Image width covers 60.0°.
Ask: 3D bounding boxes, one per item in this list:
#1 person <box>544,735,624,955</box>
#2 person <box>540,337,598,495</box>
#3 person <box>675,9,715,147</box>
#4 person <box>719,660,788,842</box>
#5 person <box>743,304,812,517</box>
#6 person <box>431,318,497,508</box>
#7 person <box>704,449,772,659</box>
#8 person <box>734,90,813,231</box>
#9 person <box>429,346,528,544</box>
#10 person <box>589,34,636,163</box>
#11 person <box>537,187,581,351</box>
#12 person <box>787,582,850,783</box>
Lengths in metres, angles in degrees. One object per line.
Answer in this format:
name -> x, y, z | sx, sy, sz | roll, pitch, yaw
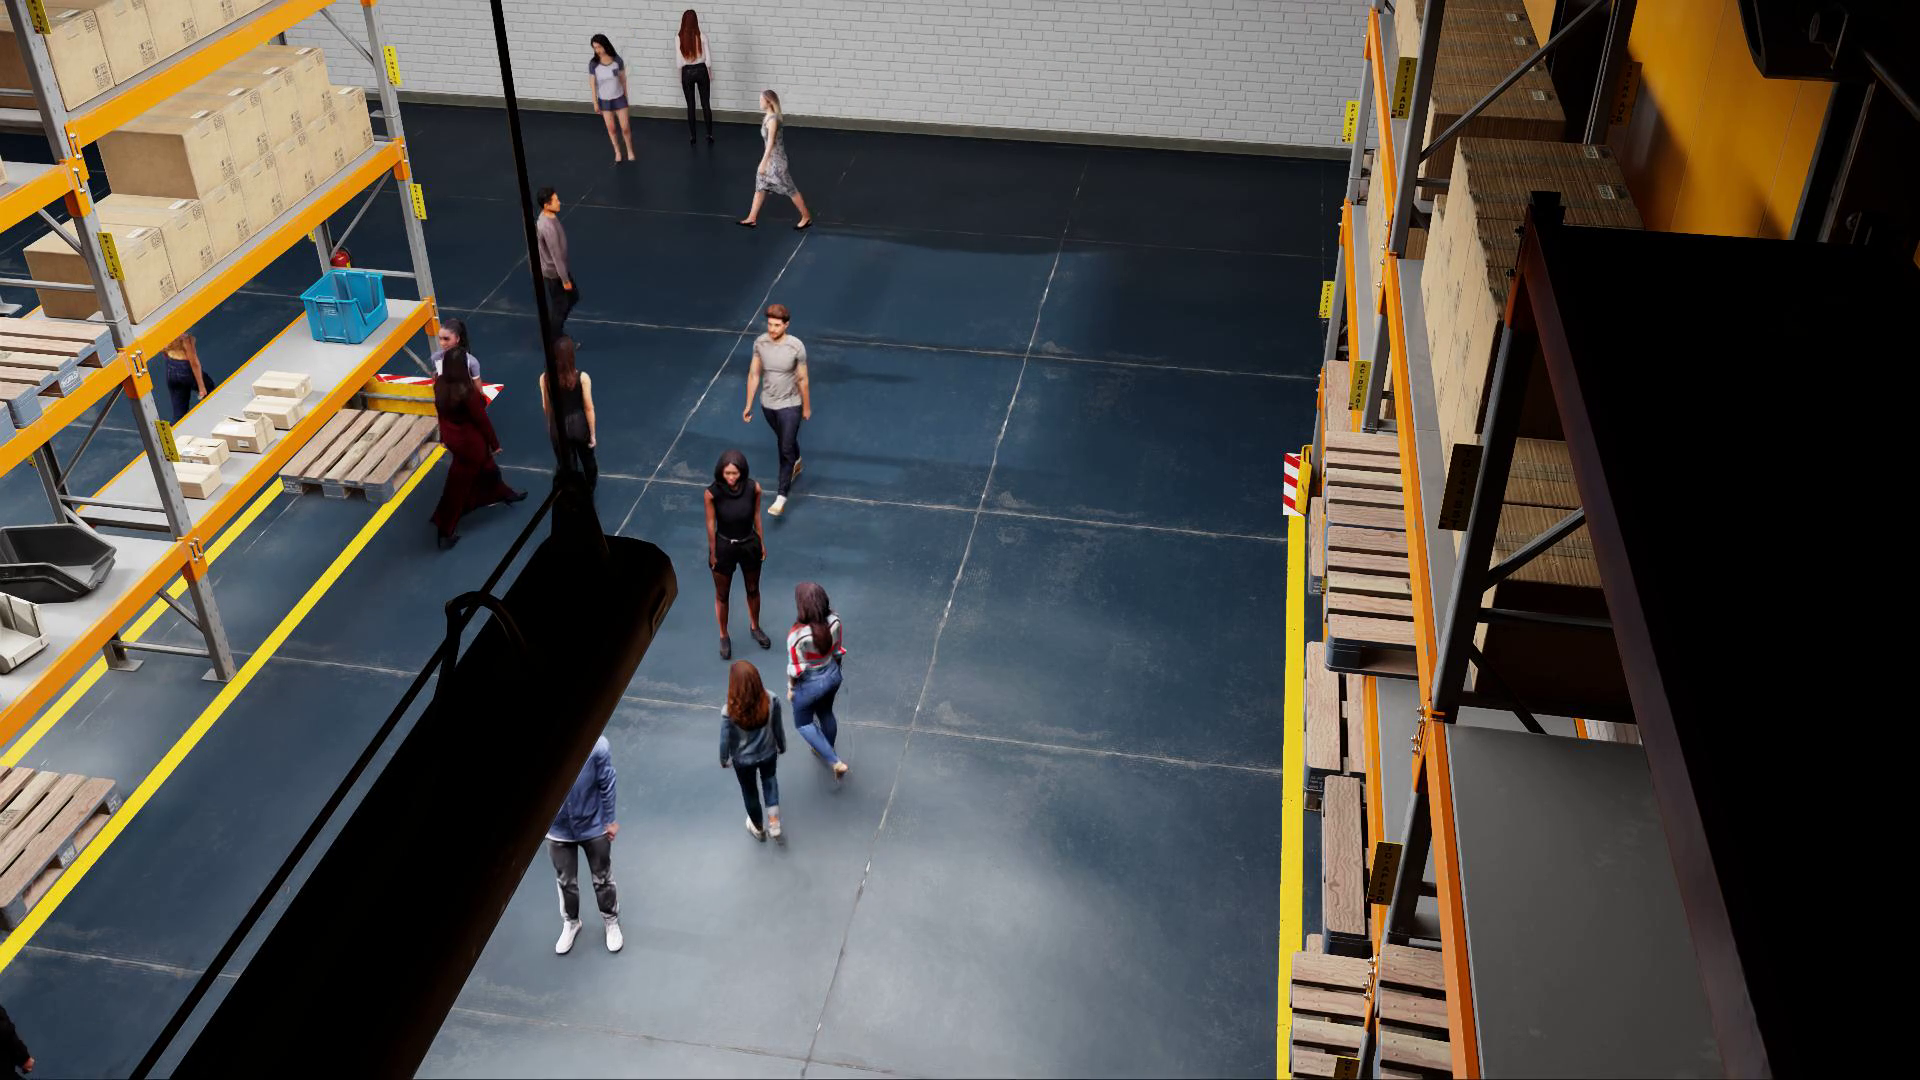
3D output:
person -> -2.294, 1.679, 9.947 | 0.699, 1.888, 0.648 | -2, 34, -2
person -> -3.276, -0.843, 13.968 | 0.847, 1.638, 1.184 | -6, 34, -9
person -> -3.445, -6.010, 21.632 | 0.657, 1.759, 0.609 | -6, 34, -8
person -> -1.306, 1.407, 10.730 | 0.699, 1.474, 0.738 | -15, 36, -21
person -> -1.512, -1.206, 14.336 | 0.812, 1.834, 1.247 | 12, 35, 17
person -> -4.254, -1.092, 14.265 | 0.616, 1.722, 0.581 | 8, 34, 12
person -> -1.680, 0.078, 12.488 | 0.682, 1.743, 0.702 | -14, 36, -20
person -> -2.026, -4.335, 19.208 | 0.942, 1.651, 1.141 | -7, 34, -11
person -> -4.155, -0.726, 13.746 | 1.104, 1.688, 1.279 | 29, 43, 36
person -> -4.396, -5.611, 21.113 | 0.713, 1.670, 0.751 | -13, 36, -19
person -> -4.135, -2.689, 16.635 | 0.832, 1.758, 0.692 | 17, 37, 24
person -> -0.944, 0.988, 11.246 | 0.880, 1.601, 0.917 | -24, 40, -31
